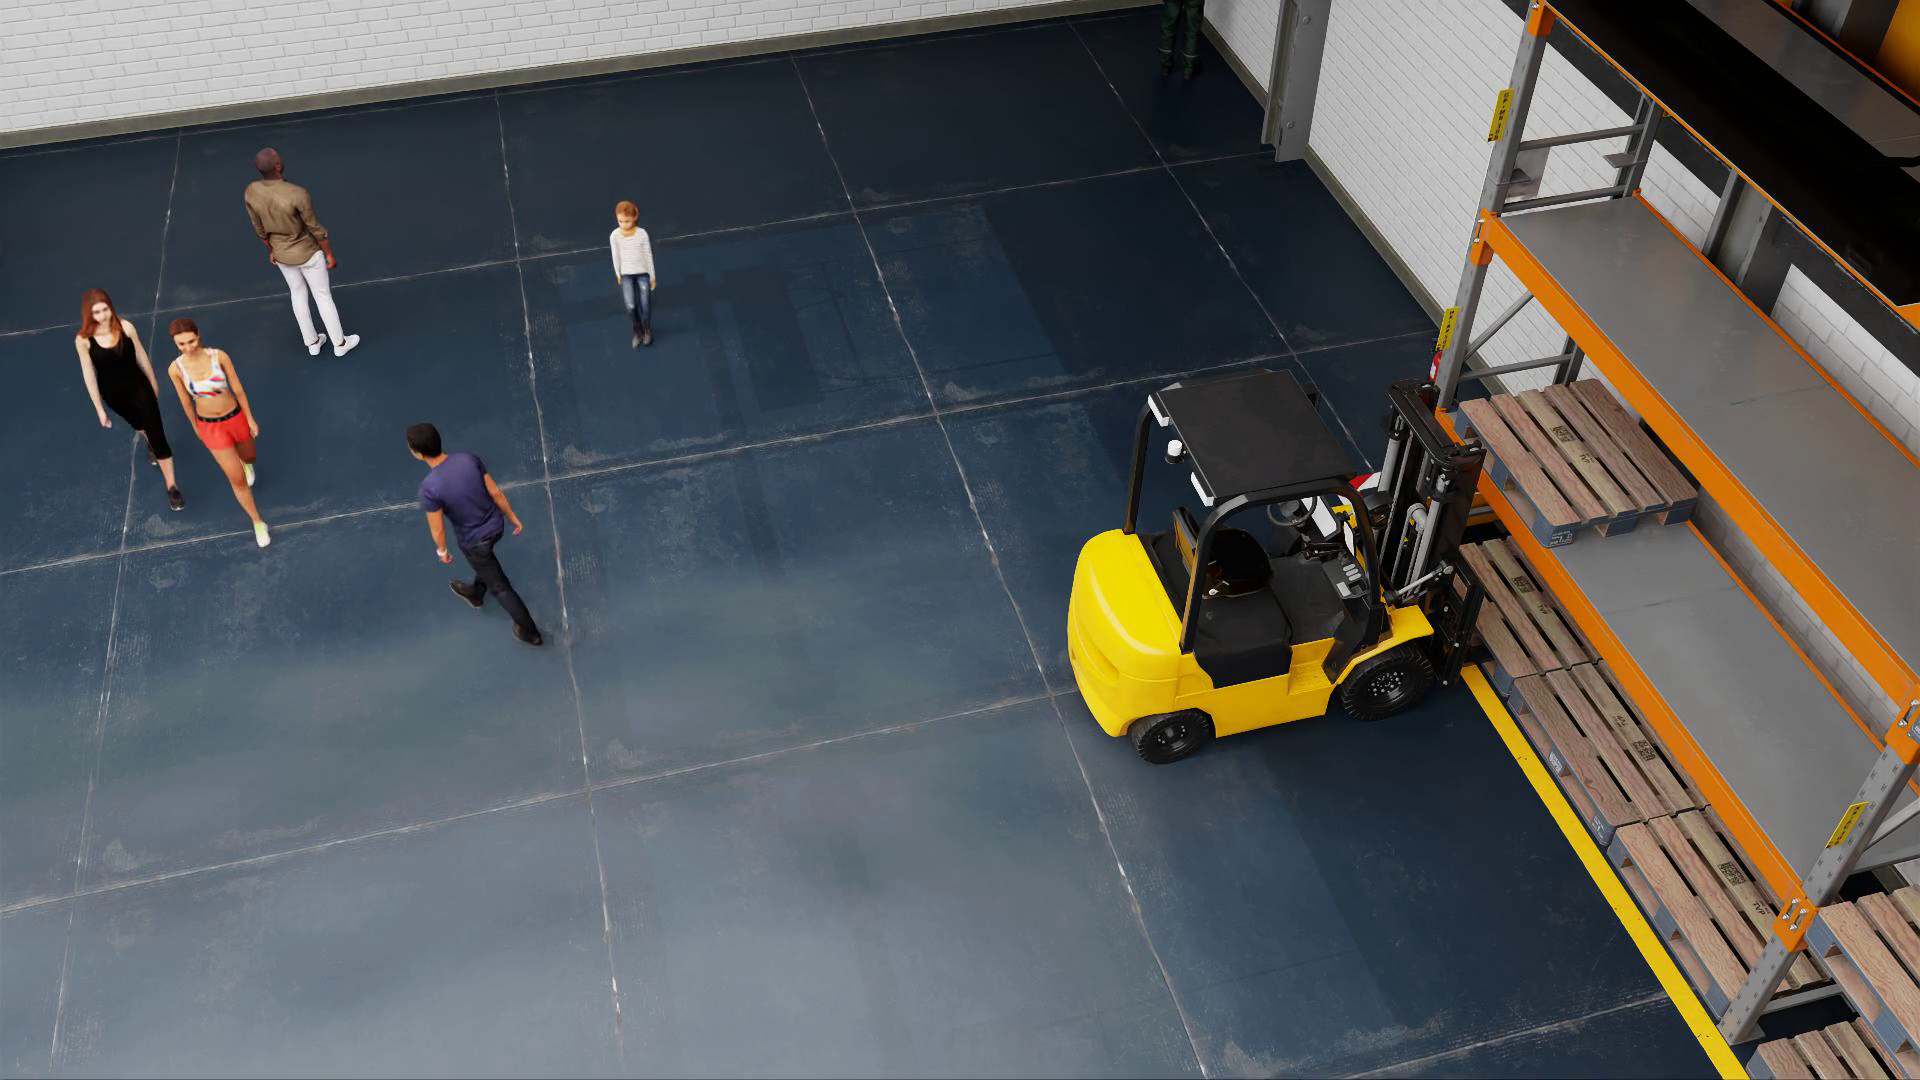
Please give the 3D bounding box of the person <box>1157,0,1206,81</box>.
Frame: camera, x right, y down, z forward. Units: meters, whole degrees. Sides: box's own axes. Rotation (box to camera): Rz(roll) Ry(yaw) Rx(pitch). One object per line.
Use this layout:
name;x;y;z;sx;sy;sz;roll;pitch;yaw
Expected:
person;2.209;-5.460;16.296;0.768;1.899;0.801;17;46;17

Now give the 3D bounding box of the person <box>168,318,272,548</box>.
person;-5.108;-0.847;11.555;0.733;1.761;1.162;-20;47;-20

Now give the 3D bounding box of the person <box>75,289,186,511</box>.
person;-5.953;-1.099;11.877;0.702;1.680;1.201;-17;46;-17

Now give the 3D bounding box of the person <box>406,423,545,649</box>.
person;-3.019;0.014;10.684;1.160;1.715;1.105;23;48;23

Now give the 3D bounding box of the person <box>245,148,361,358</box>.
person;-5.152;-2.226;12.955;0.798;1.825;0.743;6;44;6

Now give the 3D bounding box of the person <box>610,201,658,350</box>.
person;-2.572;-2.159;13.260;0.493;1.307;0.531;-5;44;-6
